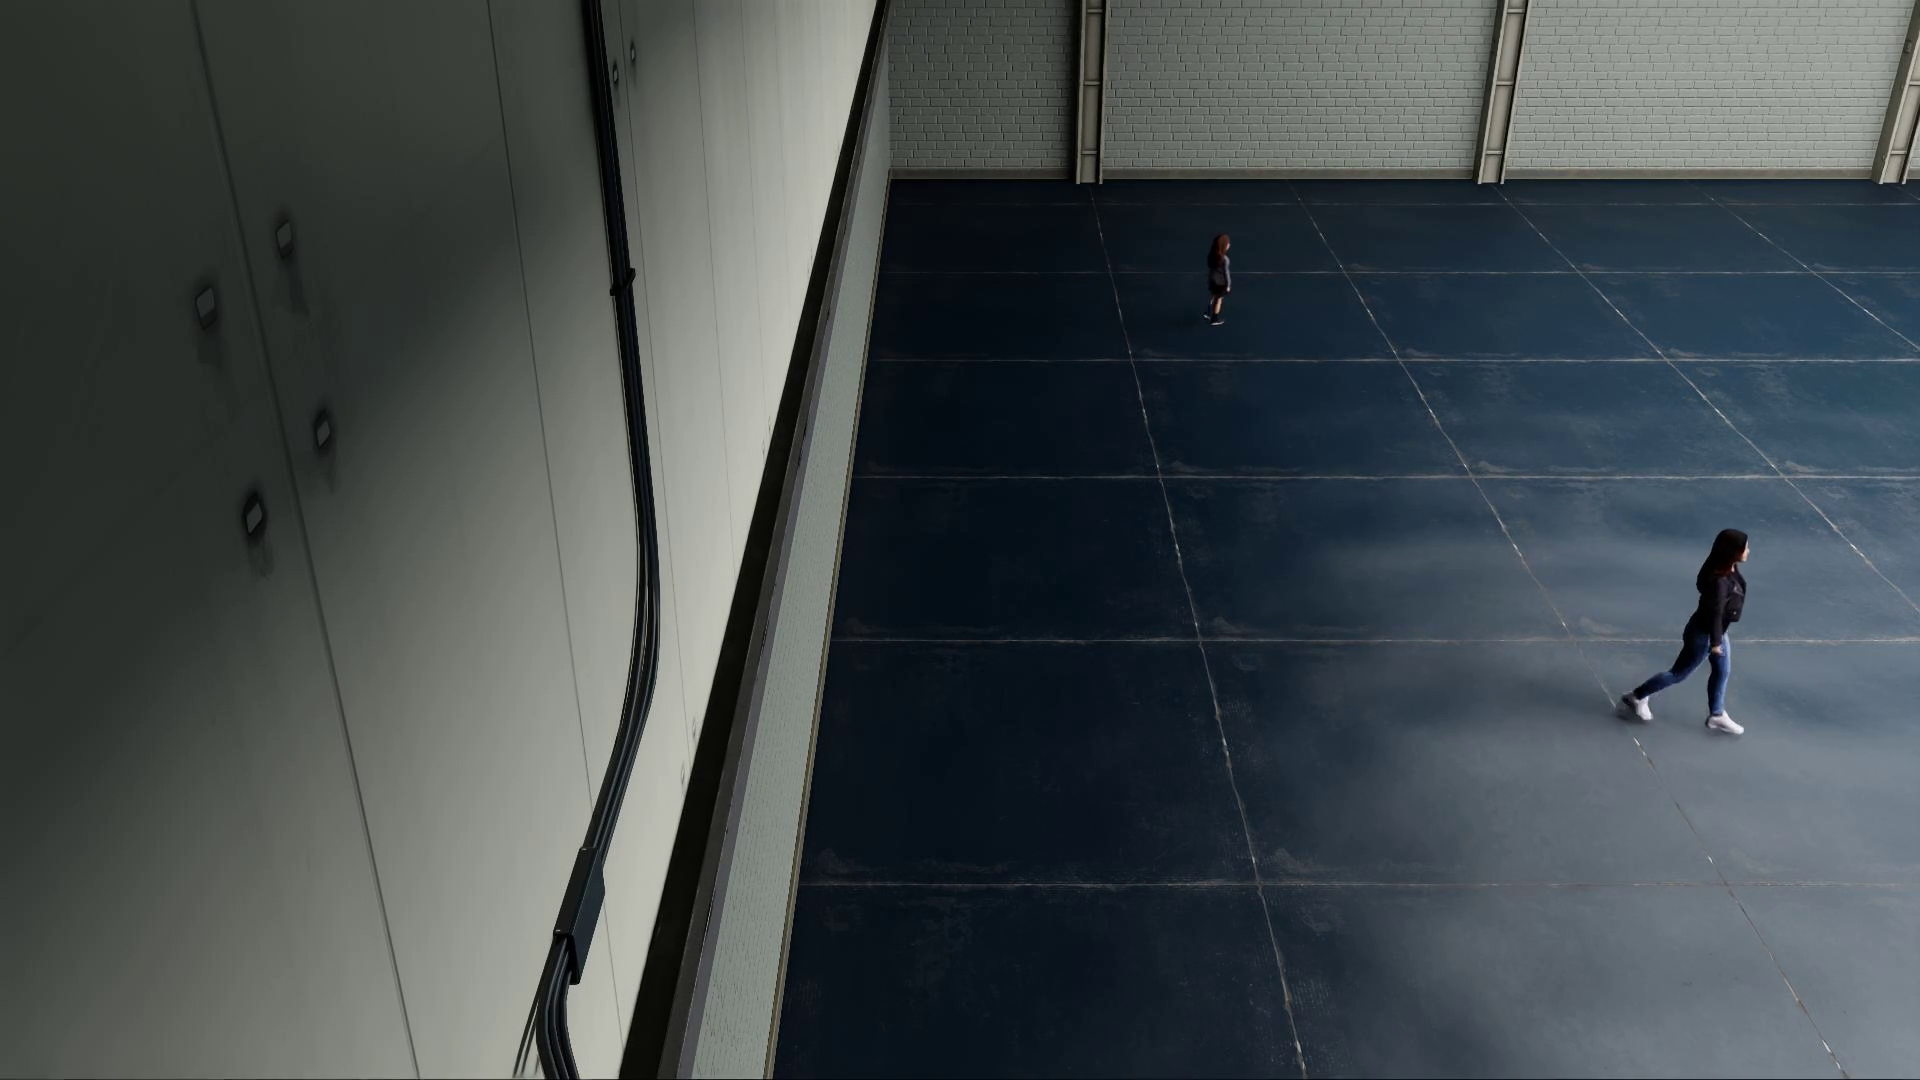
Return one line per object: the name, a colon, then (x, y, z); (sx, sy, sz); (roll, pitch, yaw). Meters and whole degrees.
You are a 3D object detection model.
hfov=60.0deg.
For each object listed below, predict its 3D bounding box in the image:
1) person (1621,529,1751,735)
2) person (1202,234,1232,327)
person: (5.258, 0.658, 11.909); (1.189, 1.598, 0.963); (13, 31, 23)
person: (2.962, -3.030, 19.360); (0.596, 1.103, 0.566); (-13, 31, -23)
